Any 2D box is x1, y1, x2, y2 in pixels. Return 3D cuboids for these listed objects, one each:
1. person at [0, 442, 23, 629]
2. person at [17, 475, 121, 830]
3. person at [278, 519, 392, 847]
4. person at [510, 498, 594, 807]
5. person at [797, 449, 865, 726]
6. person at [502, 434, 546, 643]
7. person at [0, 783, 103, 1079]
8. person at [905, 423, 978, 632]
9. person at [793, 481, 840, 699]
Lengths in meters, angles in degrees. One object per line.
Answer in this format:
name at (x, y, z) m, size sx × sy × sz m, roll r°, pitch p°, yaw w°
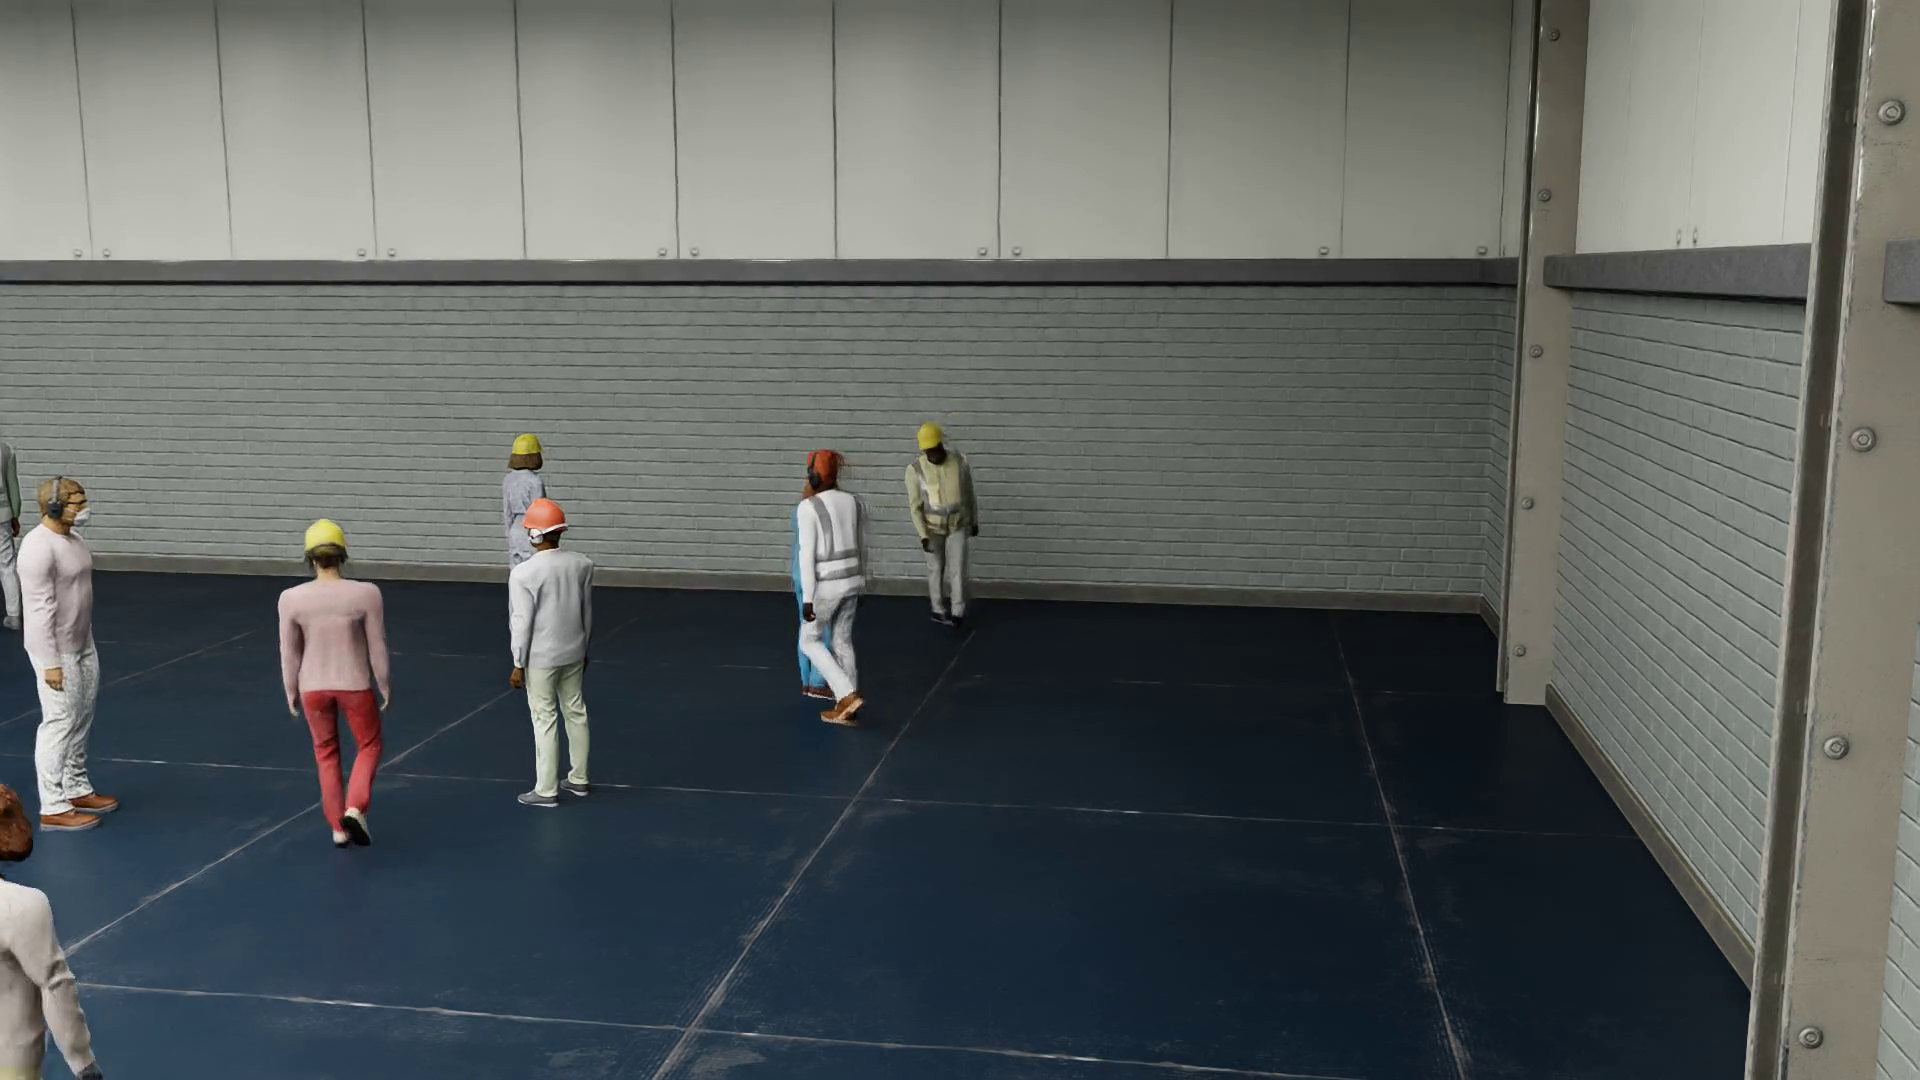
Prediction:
person at (-8.178, -0.182, 13.905) m, size 0.406 × 1.945 × 0.615 m, roll 6°, pitch 11°, yaw 34°
person at (-4.903, 0.608, 9.105) m, size 0.360 × 1.931 × 0.633 m, roll -1°, pitch 9°, yaw -8°
person at (-3.240, 0.766, 8.633) m, size 0.546 × 1.749 × 0.455 m, roll -2°, pitch 9°, yaw -11°
person at (-2.331, 0.632, 9.466) m, size 0.323 × 1.755 × 0.565 m, roll 6°, pitch 11°, yaw 35°
person at (-0.845, 0.331, 10.992) m, size 0.457 × 1.862 × 0.641 m, roll 7°, pitch 12°, yaw 37°
person at (-3.425, 0.024, 13.259) m, size 0.483 × 1.745 × 0.299 m, roll 7°, pitch 12°, yaw 38°
person at (-2.780, 1.480, 4.748) m, size 0.517 × 1.593 × 0.848 m, roll 5°, pitch 10°, yaw 27°
person at (-0.135, -0.106, 13.996) m, size 0.646 × 1.771 × 0.782 m, roll -2°, pitch 9°, yaw -10°
person at (-1.024, 0.330, 11.827) m, size 0.333 × 1.602 × 0.538 m, roll -6°, pitch 11°, yaw -34°
